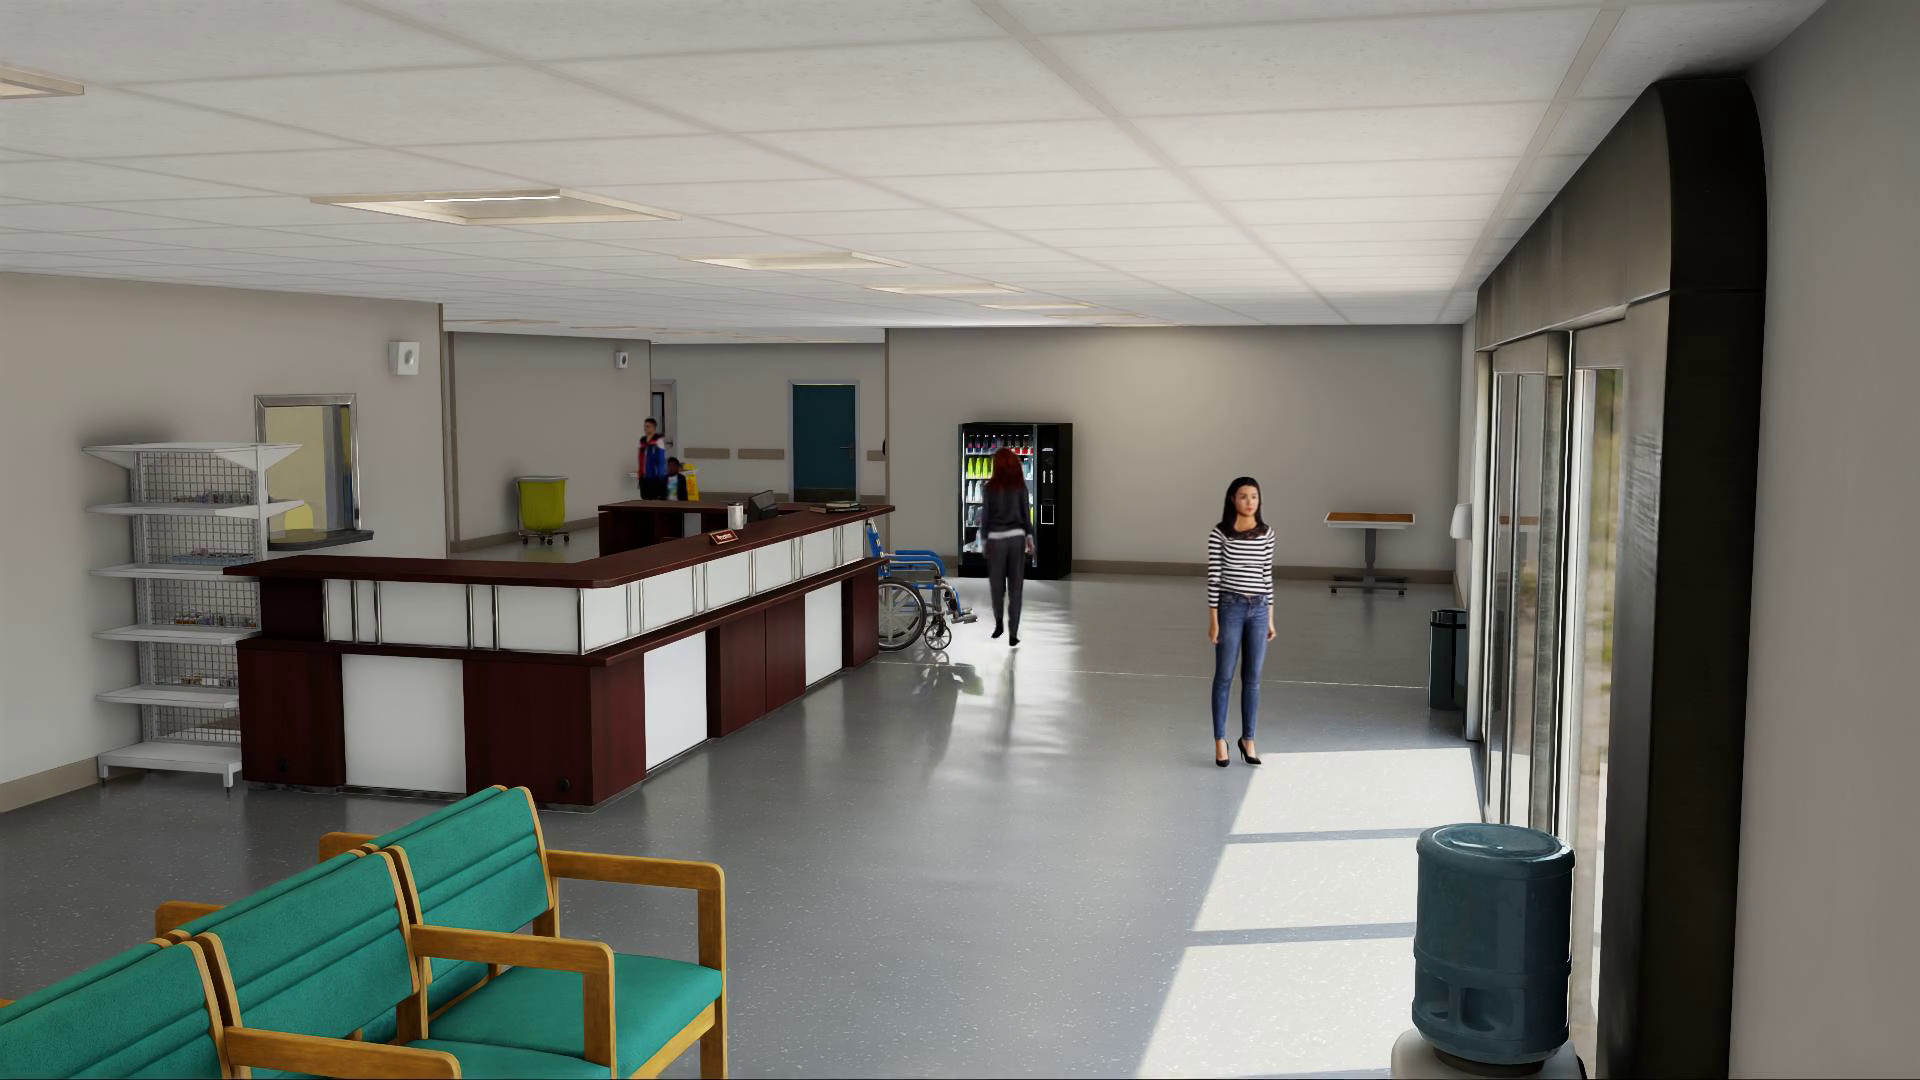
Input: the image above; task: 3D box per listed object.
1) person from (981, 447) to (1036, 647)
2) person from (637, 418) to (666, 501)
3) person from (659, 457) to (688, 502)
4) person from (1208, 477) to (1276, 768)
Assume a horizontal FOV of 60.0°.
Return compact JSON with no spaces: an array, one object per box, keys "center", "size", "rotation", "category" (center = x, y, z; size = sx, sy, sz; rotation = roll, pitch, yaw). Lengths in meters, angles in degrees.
[{"center":[0.410,0.078,14.713],"size":[0.583,1.766,0.749],"rotation":[0,6,3],"category":"person"},{"center":[-4.573,-0.938,24.908],"size":[0.817,1.748,0.832],"rotation":[4,7,33],"category":"person"},{"center":[-3.991,-0.518,23.251],"size":[0.830,1.243,0.731],"rotation":[0,6,-1],"category":"person"},{"center":[1.736,0.500,10.284],"size":[0.579,1.797,0.703],"rotation":[-1,6,-15],"category":"person"}]
